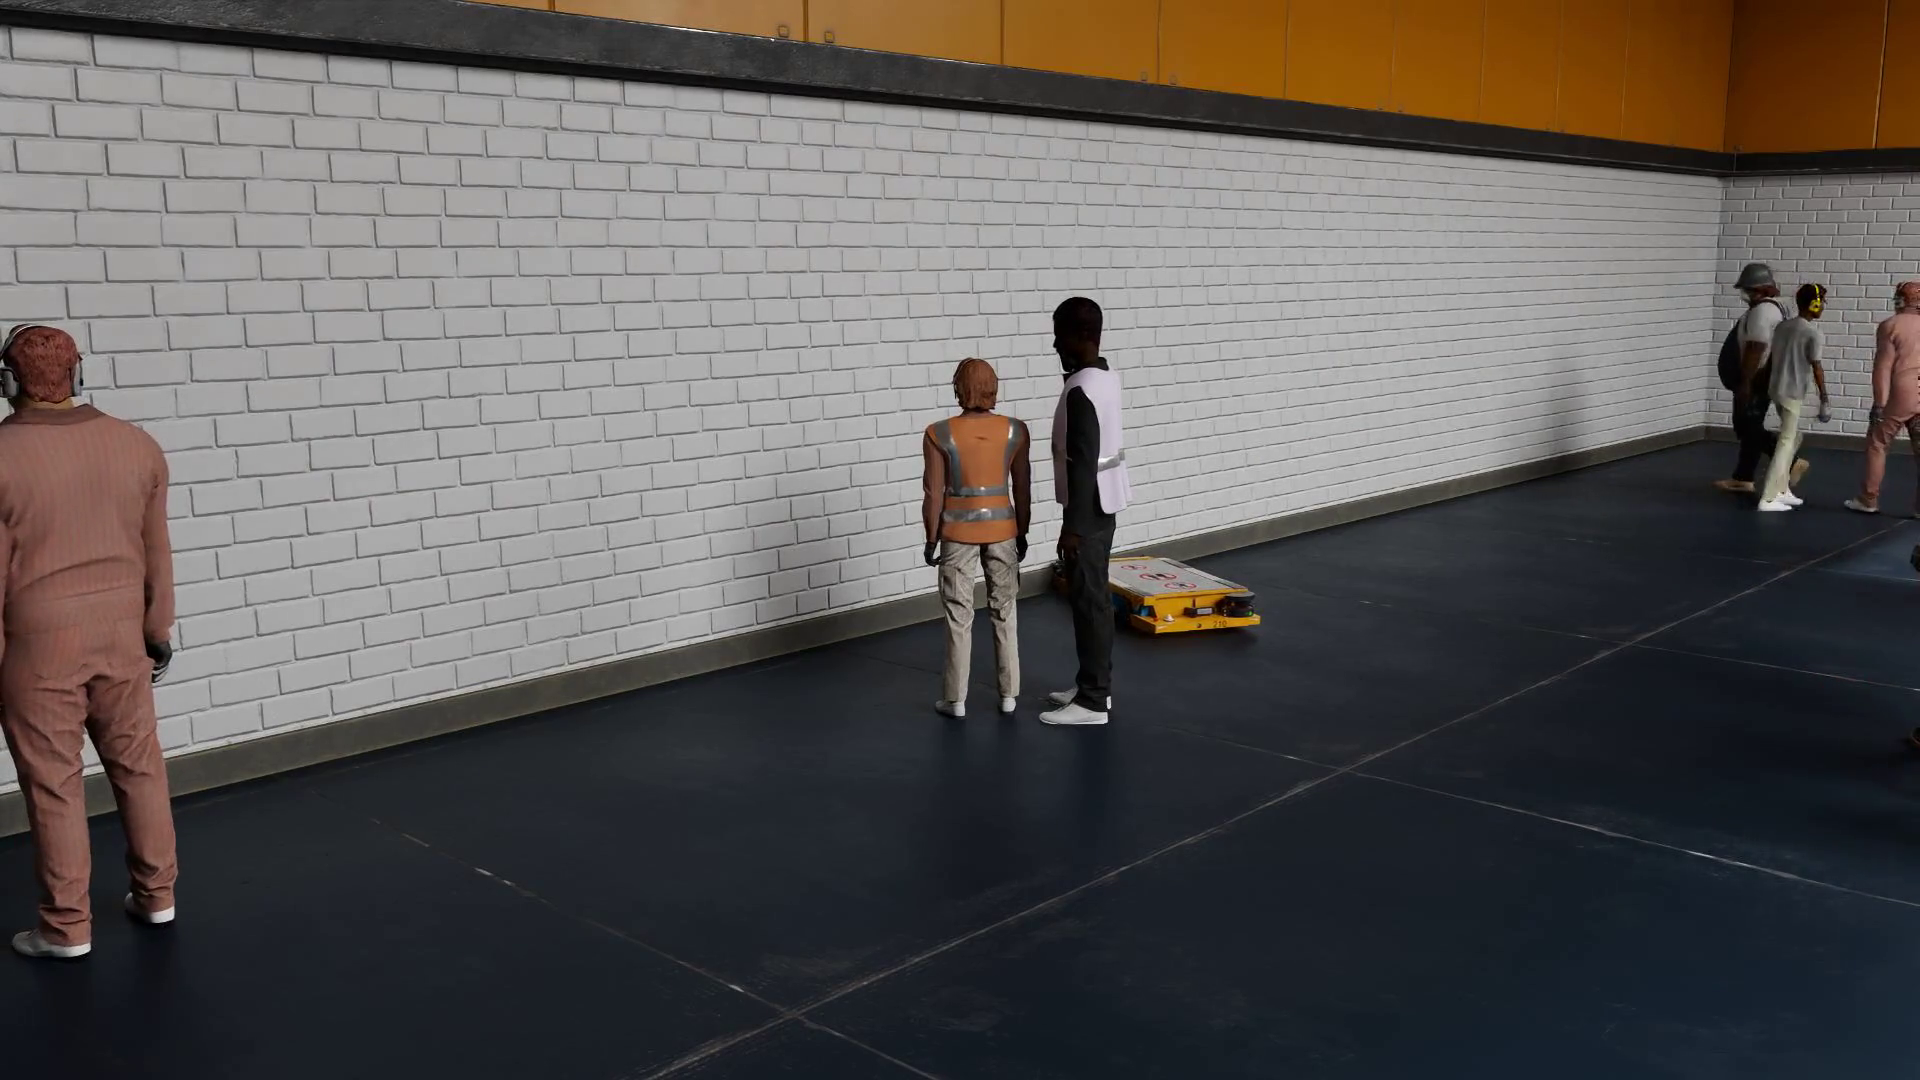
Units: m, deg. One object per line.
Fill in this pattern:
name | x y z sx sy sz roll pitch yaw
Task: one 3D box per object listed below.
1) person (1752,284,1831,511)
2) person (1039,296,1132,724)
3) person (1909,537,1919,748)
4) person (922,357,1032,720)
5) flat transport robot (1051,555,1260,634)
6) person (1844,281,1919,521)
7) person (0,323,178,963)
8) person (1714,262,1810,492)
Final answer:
person | 6.773 -1.146 13.486 0.675 1.838 0.602 -2 10 -12
person | 0.568 -0.126 7.458 0.393 1.915 0.591 2 10 12
person | 4.286 -0.053 6.917 0.607 1.957 0.392 1 10 4
person | 0.079 0.001 7.518 0.513 1.641 0.307 -3 10 -15
flat transport robot | 1.113 0.292 9.751 0.652 0.197 1.431 -4 11 -20
person | 7.466 -1.099 13.169 0.678 1.865 0.747 -1 10 -6
person | -2.697 0.307 5.015 0.402 1.906 0.652 6 12 32
person | 6.898 -1.384 14.263 0.741 2.000 0.710 6 12 31
